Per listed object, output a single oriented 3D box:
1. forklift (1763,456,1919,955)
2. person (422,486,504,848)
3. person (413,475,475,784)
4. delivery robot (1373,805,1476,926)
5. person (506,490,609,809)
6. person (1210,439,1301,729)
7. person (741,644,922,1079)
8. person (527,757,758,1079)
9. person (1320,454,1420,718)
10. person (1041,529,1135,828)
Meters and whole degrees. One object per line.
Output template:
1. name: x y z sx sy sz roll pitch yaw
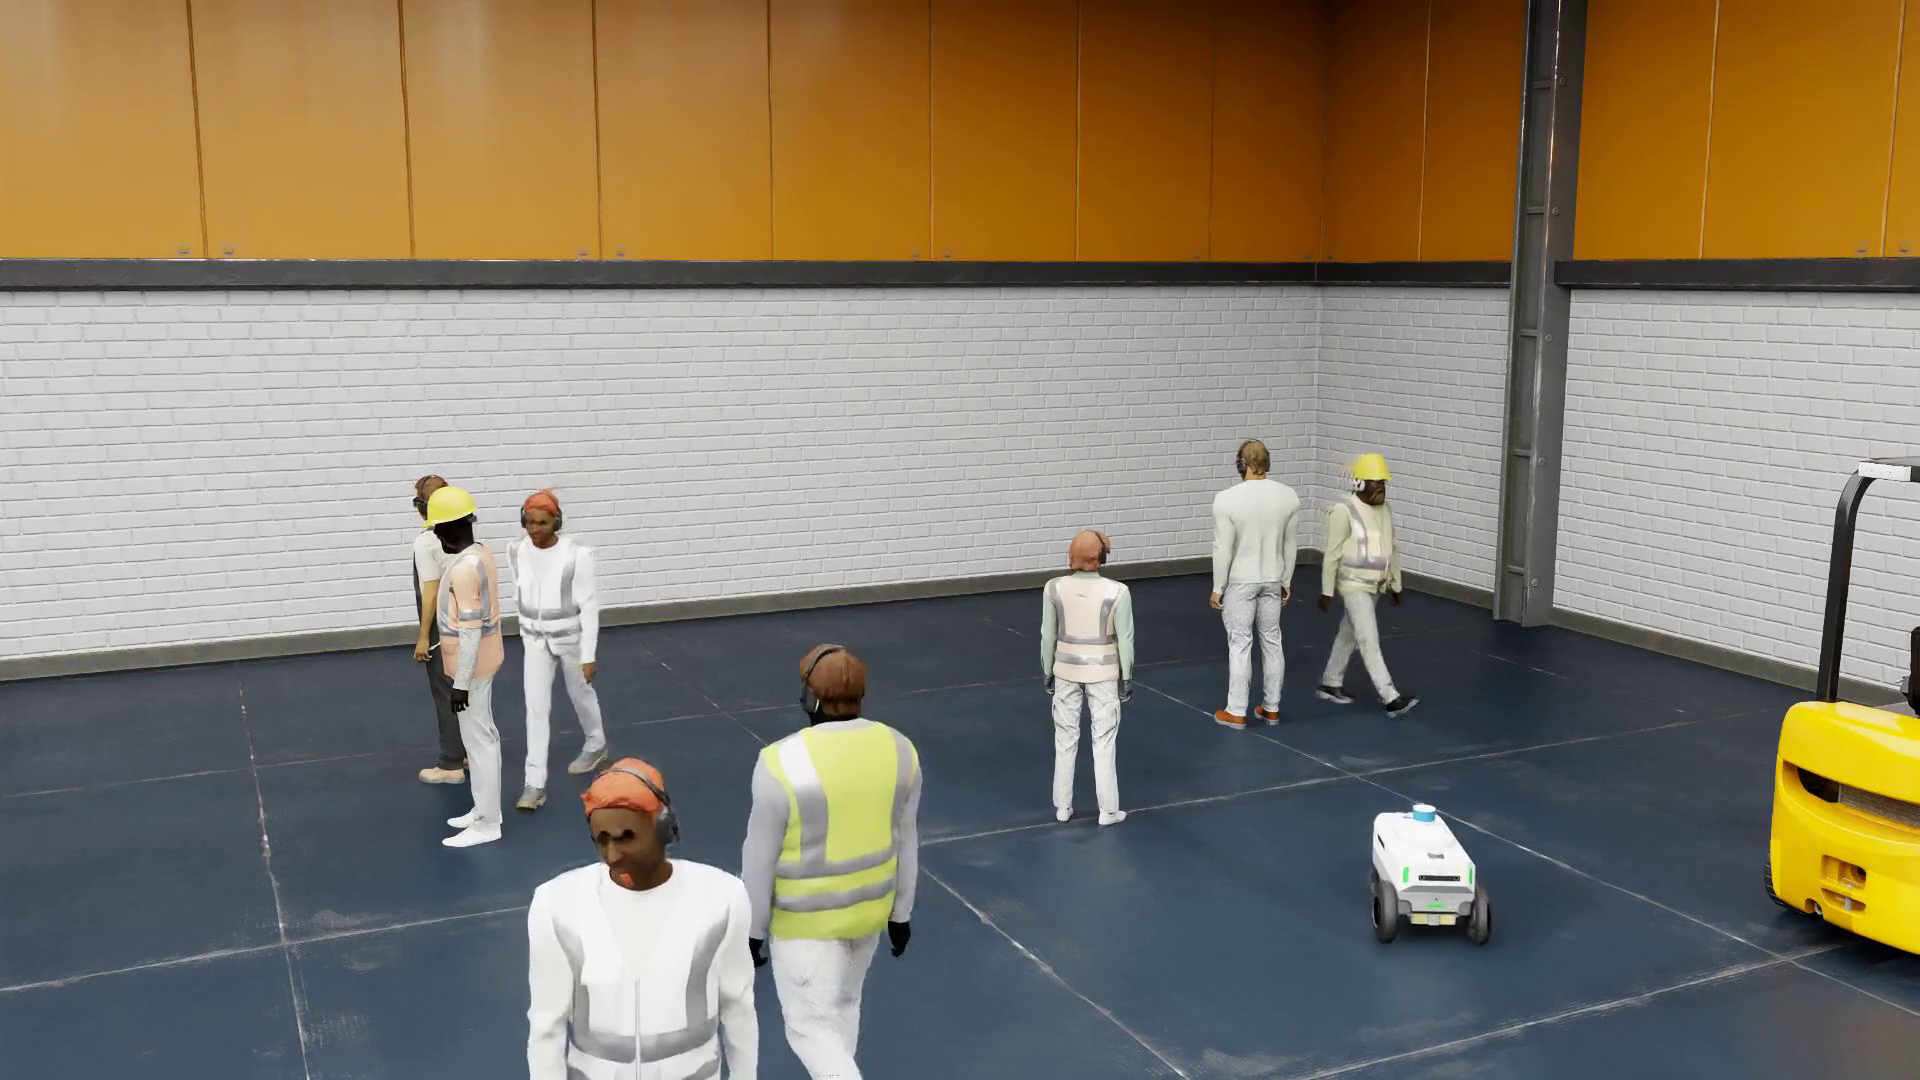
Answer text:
1. forklift: 4.857 0.731 7.561 2.313 2.155 1.214 -4 10 -25
2. person: -2.616 0.666 8.818 0.378 1.918 0.585 -2 9 -10
3. person: -3.061 0.528 9.903 0.325 1.842 0.513 3 10 16
4. delivery robot: 2.147 1.474 7.727 0.477 0.478 0.707 1 9 3
5. person: -2.326 0.585 9.694 0.582 1.812 1.056 2 9 12
6. person: 1.942 0.294 11.068 0.630 1.938 0.372 -3 10 -20
7. person: -0.391 1.252 5.509 0.620 1.819 0.811 -7 12 -38
8. person: -0.816 1.432 4.372 0.563 1.841 1.042 -1 9 -5
9. person: 2.842 0.308 11.419 0.621 1.784 0.931 -7 12 -39
10. person: 0.696 0.759 9.111 0.523 1.636 0.311 3 10 19
